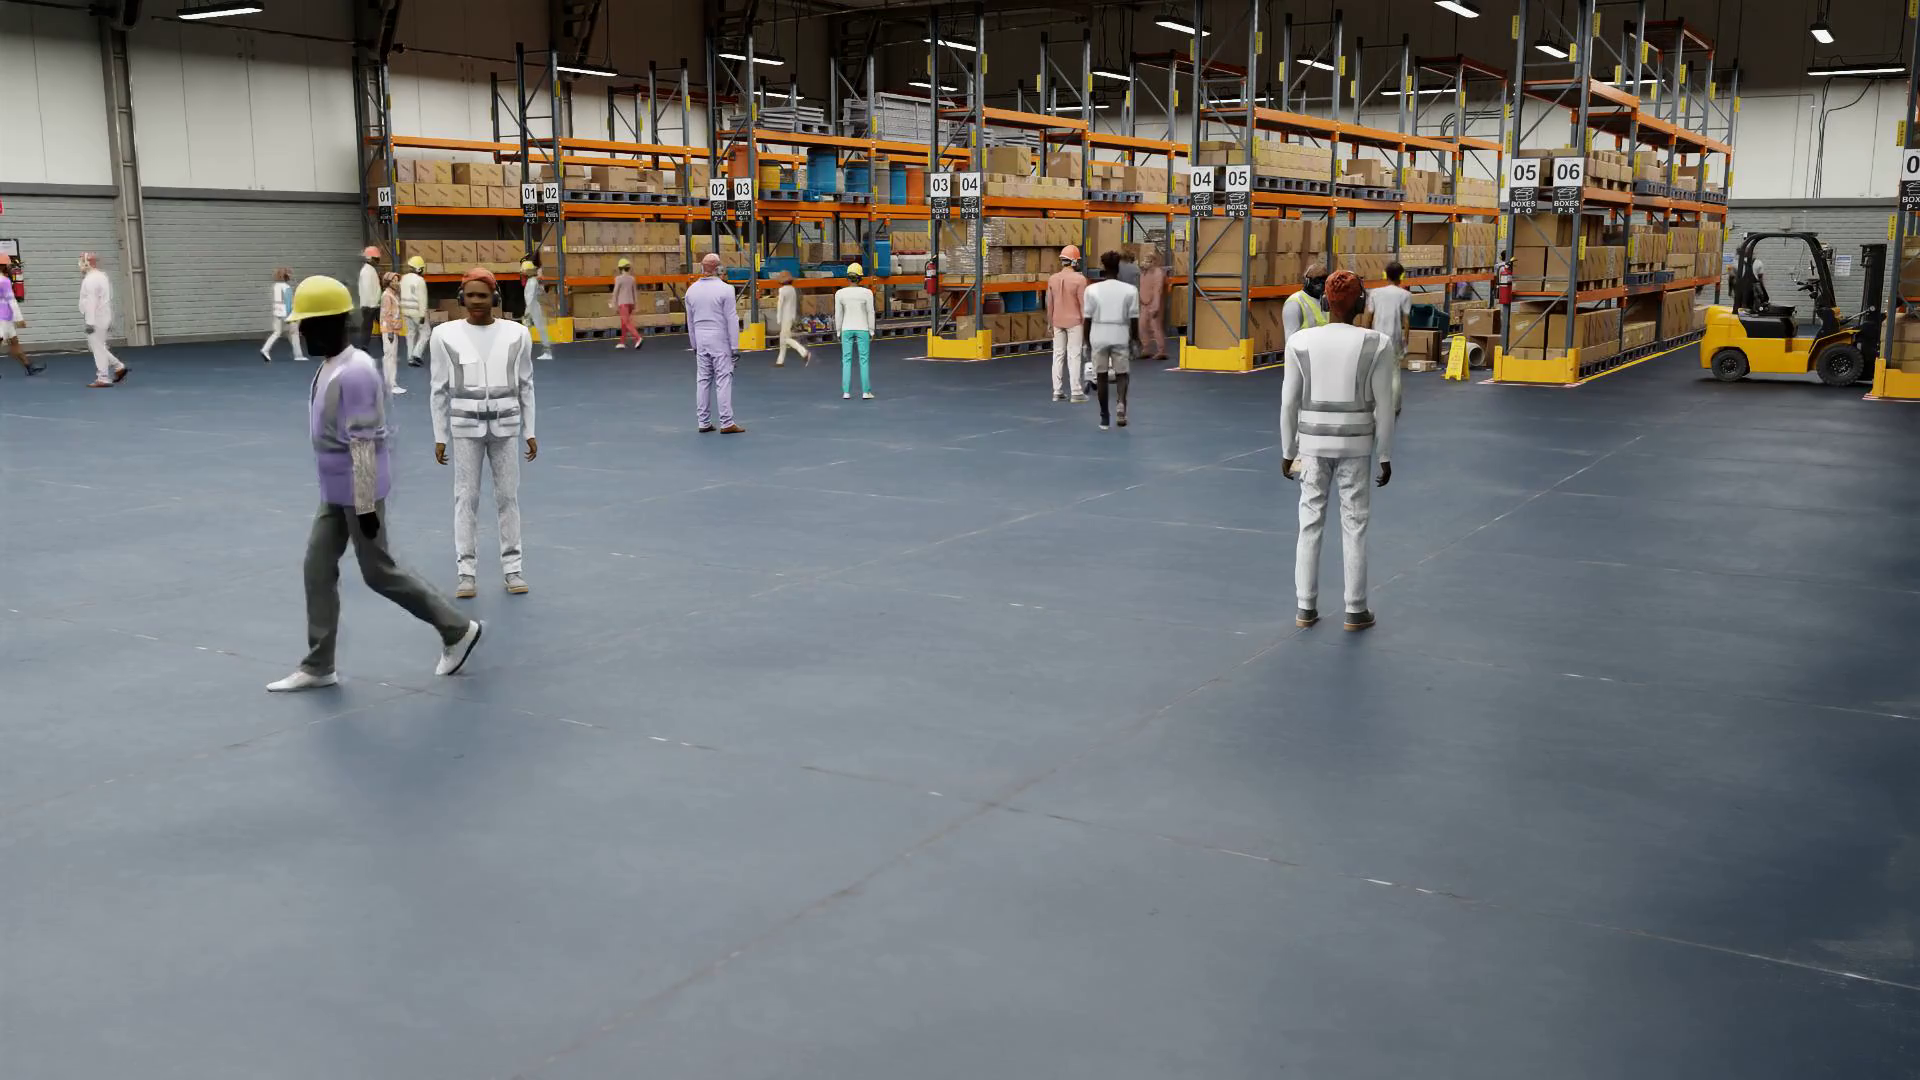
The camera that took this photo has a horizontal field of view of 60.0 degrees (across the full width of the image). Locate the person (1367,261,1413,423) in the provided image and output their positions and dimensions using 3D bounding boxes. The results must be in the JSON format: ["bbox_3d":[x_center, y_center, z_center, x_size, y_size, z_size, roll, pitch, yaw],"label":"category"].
[{"bbox_3d":[4.891,-2.256,18.970,0.509,1.816,0.997,4,11,20],"label":"person"}]

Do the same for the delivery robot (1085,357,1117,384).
[{"bbox_3d":[1.961,-2.328,22.625,0.477,0.478,0.707,5,11,24],"label":"delivery robot"}]

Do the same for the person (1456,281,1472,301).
[{"bbox_3d":[12.559,-6.403,41.599,0.579,2.019,0.708,-1,10,-8],"label":"person"}]

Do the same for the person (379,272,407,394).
[{"bbox_3d":[-7.677,-2.794,22.475,0.315,1.636,0.514,-2,10,-11],"label":"person"}]

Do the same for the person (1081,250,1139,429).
[{"bbox_3d":[1.631,-2.161,18.044,0.614,1.946,0.464,0,10,1],"label":"person"}]

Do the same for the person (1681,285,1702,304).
[{"bbox_3d":[17.426,-5.994,39.485,0.615,1.974,0.706,-3,11,-16],"label":"person"}]

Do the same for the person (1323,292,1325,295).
[{"bbox_3d":[9.517,-6.599,43.180,0.654,1.866,0.909,7,13,36],"label":"person"}]

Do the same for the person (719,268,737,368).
[{"bbox_3d":[-3.860,-3.595,26.965,0.498,1.634,0.281,1,10,8],"label":"person"}]

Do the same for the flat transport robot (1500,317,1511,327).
[{"bbox_3d":[13.146,-5.313,40.402,0.652,0.197,1.431,-5,11,-24],"label":"flat transport robot"}]

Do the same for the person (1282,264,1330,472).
[{"bbox_3d":[3.123,-1.531,14.838,0.430,1.840,0.620,10,14,43],"label":"person"}]

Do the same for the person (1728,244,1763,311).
[{"bbox_3d":[17.621,-5.662,37.403,0.703,2.000,0.581,1,10,4],"label":"person"}]

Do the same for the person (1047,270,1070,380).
[{"bbox_3d":[1.547,-3.197,24.734,0.507,1.632,0.271,1,10,7],"label":"person"}]

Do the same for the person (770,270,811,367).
[{"bbox_3d":[-2.745,-3.585,27.028,0.746,1.607,0.526,4,11,20],"label":"person"}]

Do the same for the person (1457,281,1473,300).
[{"bbox_3d":[12.668,-6.308,41.686,0.652,1.809,0.646,-3,11,-17],"label":"person"}]

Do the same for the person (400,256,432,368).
[{"bbox_3d":[-8.839,-3.698,27.042,0.613,1.814,0.436,7,12,34],"label":"person"}]

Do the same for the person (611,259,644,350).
[{"bbox_3d":[-6.348,-4.510,31.813,0.833,1.734,0.528,6,12,30],"label":"person"}]

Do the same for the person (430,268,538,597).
[{"bbox_3d":[-2.729,-0.613,9.562,0.584,1.882,0.344,-4,11,-22],"label":"person"}]

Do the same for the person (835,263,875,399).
[{"bbox_3d":[-1.358,-2.704,21.601,0.524,1.769,0.314,2,10,8],"label":"person"}]

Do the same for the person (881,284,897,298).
[{"bbox_3d":[-2.038,-7.320,46.792,0.608,2.009,0.890,5,11,26],"label":"person"}]

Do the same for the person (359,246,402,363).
[{"bbox_3d":[-9.779,-3.943,27.972,0.796,1.963,0.666,-1,10,-6],"label":"person"}]

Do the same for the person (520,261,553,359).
[{"bbox_3d":[-7.521,-3.981,28.908,0.863,1.700,0.506,-4,11,-23],"label":"person"}]

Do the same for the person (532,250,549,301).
[{"bbox_3d":[-9.089,-5.342,36.080,0.600,1.882,0.950,4,11,23],"label":"person"}]

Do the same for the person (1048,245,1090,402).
[{"bbox_3d":[1.397,-2.757,21.260,0.611,1.995,0.375,8,13,37],"label":"person"}]

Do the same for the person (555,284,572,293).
[{"bbox_3d":[-9.294,-5.852,38.948,0.515,1.872,0.328,4,11,24],"label":"person"}]

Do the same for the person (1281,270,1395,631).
[{"bbox_3d":[1.977,-0.464,8.729,0.585,1.882,0.340,4,11,23],"label":"person"}]

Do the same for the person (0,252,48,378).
[{"bbox_3d":[-14.364,-3.378,25.067,0.560,1.880,1.021,8,13,38],"label":"person"}]

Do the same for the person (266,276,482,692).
[{"bbox_3d":[-2.695,-0.254,7.570,0.892,1.890,0.587,-6,12,-32],"label":"person"}]

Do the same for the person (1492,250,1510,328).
[{"bbox_3d":[12.916,-5.946,39.515,0.516,1.860,0.322,3,11,18],"label":"person"}]

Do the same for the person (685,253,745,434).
[{"bbox_3d":[-2.600,-2.087,17.741,0.643,1.913,0.411,6,12,29],"label":"person"}]

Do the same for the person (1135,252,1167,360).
[{"bbox_3d":[3.333,-4.034,28.773,0.656,1.867,0.663,-5,11,-25],"label":"person"}]

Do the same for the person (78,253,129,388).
[{"bbox_3d":[-12.121,-3.084,23.392,0.459,1.894,0.659,-3,11,-17],"label":"person"}]

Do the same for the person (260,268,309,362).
[{"bbox_3d":[-11.636,-3.856,28.498,0.511,1.610,0.781,8,13,36],"label":"person"}]

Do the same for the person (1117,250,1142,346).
[{"bbox_3d":[3.275,-4.688,32.393,0.644,1.880,1.030,6,12,29],"label":"person"}]
